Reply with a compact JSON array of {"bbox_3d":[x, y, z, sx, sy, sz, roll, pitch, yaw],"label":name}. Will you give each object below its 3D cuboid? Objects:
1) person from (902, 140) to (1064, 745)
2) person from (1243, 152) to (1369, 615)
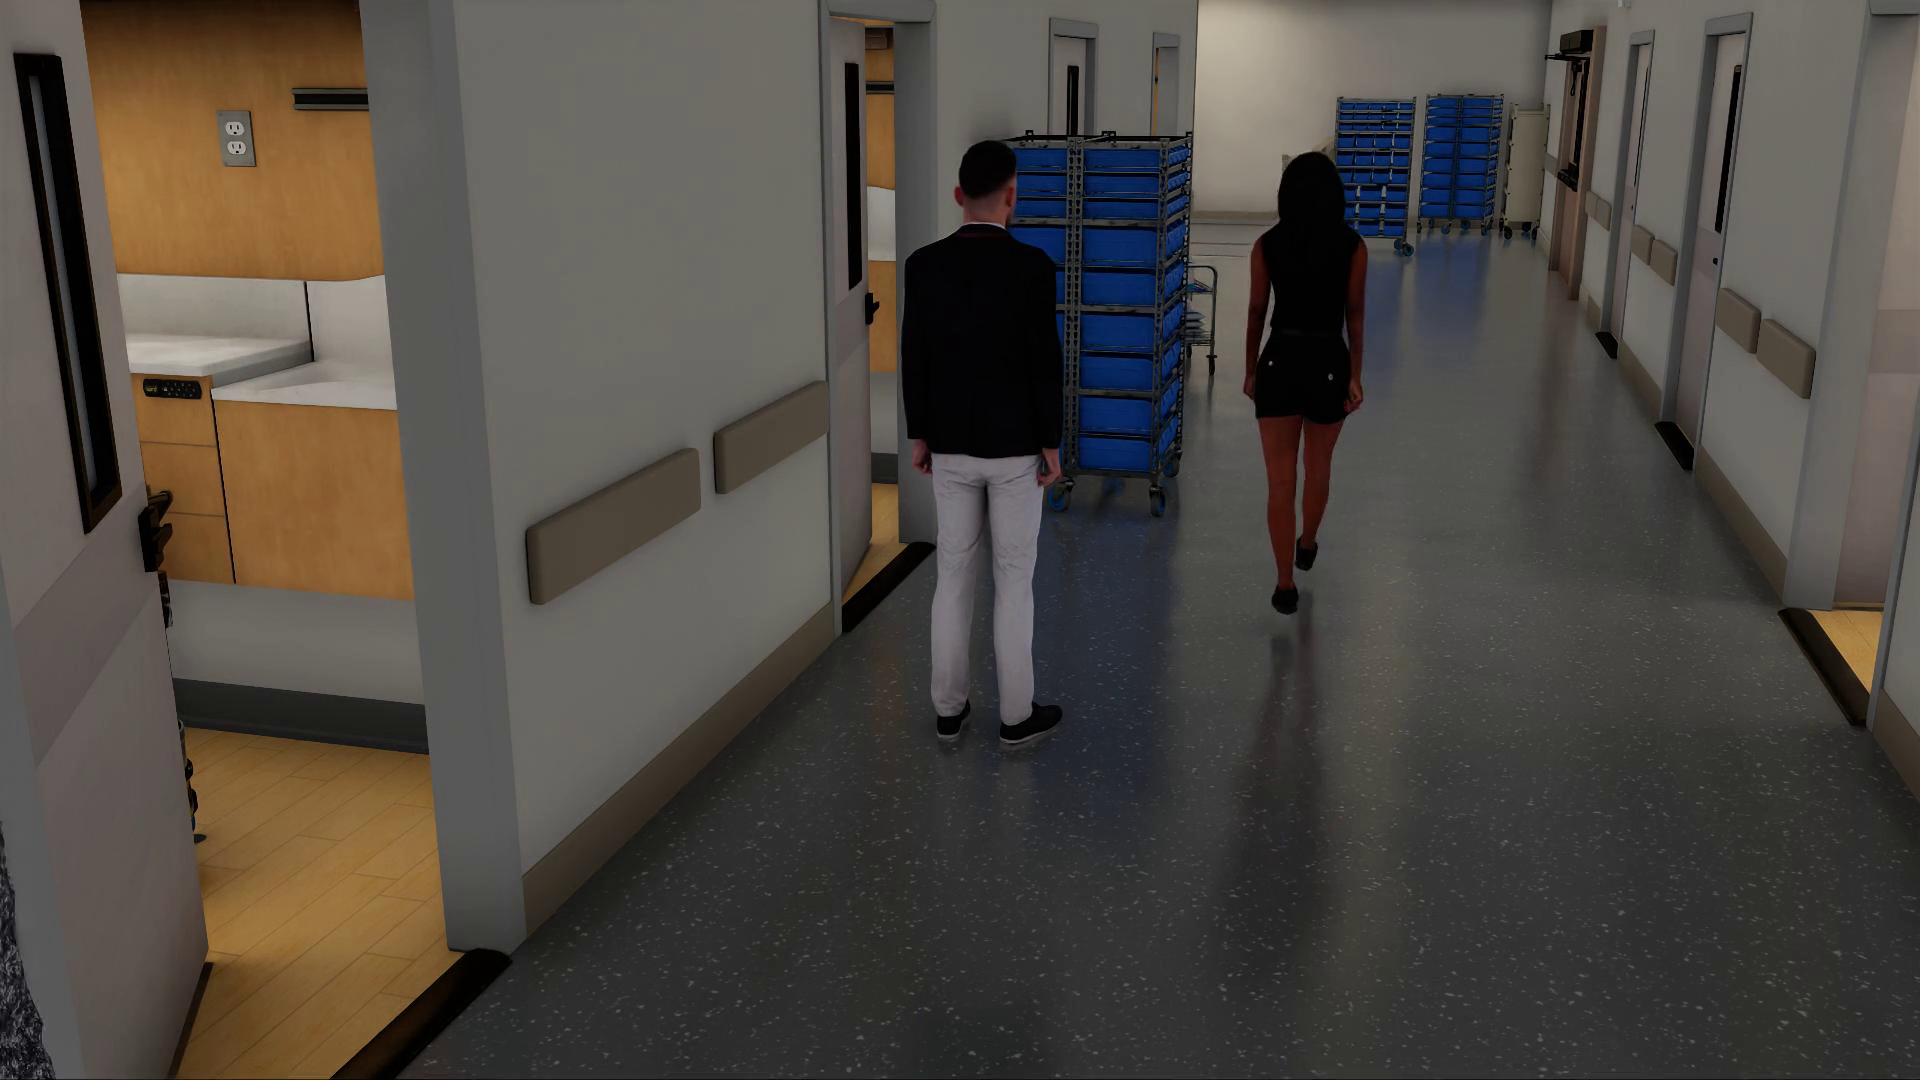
[{"bbox_3d":[0.072,-0.280,5.072,0.679,1.837,0.588,6,17,21],"label":"person"},{"bbox_3d":[1.282,-0.536,6.261,0.706,1.685,1.223,2,16,8],"label":"person"}]
